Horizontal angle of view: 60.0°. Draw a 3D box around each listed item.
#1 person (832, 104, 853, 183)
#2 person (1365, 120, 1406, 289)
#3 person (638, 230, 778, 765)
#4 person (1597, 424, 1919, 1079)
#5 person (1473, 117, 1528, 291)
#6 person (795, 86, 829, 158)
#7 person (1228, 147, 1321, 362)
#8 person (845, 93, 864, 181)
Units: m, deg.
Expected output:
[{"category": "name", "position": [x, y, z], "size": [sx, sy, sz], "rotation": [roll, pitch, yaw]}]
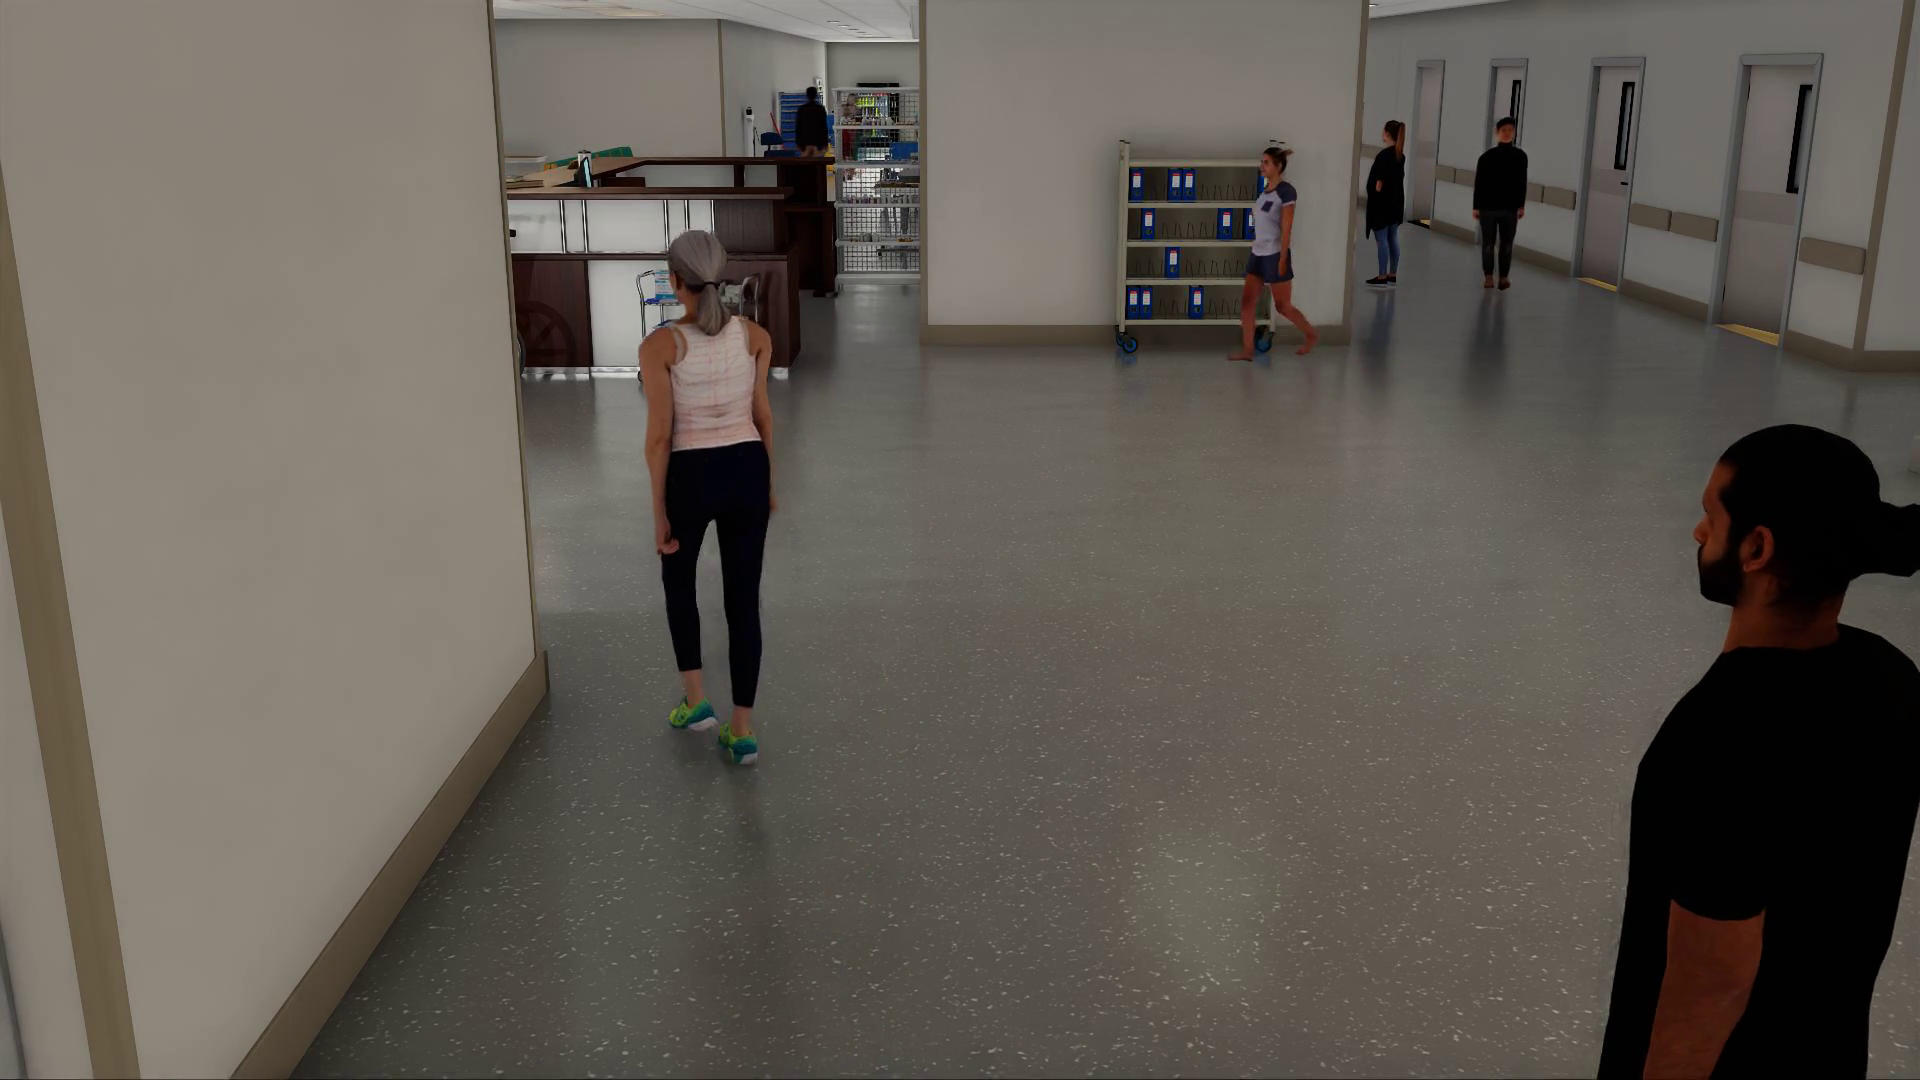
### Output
[{"category": "person", "position": [-2.331, -7.876, 33.064], "size": [0.593, 1.540, 0.641], "rotation": [2, 16, 5]}, {"category": "person", "position": [4.417, -3.471, 17.175], "size": [0.706, 1.683, 0.779], "rotation": [-14, 21, -40]}, {"category": "person", "position": [-0.737, -0.101, 5.218], "size": [0.729, 1.685, 0.800], "rotation": [-6, 17, -20]}, {"category": "person", "position": [1.021, 0.715, 2.192], "size": [0.684, 1.756, 0.765], "rotation": [-13, 20, -38]}, {"category": "person", "position": [5.482, -3.411, 16.921], "size": [0.916, 1.706, 0.862], "rotation": [4, 16, 14]}, {"category": "person", "position": [-2.501, -6.584, 27.786], "size": [0.695, 1.917, 0.802], "rotation": [1, 16, 5]}, {"category": "person", "position": [2.423, -2.123, 12.562], "size": [1.058, 1.592, 0.816], "rotation": [-7, 17, -23]}, {"category": "person", "position": [-2.207, -8.215, 33.943], "size": [0.711, 1.715, 0.674], "rotation": [2, 16, 6]}]
